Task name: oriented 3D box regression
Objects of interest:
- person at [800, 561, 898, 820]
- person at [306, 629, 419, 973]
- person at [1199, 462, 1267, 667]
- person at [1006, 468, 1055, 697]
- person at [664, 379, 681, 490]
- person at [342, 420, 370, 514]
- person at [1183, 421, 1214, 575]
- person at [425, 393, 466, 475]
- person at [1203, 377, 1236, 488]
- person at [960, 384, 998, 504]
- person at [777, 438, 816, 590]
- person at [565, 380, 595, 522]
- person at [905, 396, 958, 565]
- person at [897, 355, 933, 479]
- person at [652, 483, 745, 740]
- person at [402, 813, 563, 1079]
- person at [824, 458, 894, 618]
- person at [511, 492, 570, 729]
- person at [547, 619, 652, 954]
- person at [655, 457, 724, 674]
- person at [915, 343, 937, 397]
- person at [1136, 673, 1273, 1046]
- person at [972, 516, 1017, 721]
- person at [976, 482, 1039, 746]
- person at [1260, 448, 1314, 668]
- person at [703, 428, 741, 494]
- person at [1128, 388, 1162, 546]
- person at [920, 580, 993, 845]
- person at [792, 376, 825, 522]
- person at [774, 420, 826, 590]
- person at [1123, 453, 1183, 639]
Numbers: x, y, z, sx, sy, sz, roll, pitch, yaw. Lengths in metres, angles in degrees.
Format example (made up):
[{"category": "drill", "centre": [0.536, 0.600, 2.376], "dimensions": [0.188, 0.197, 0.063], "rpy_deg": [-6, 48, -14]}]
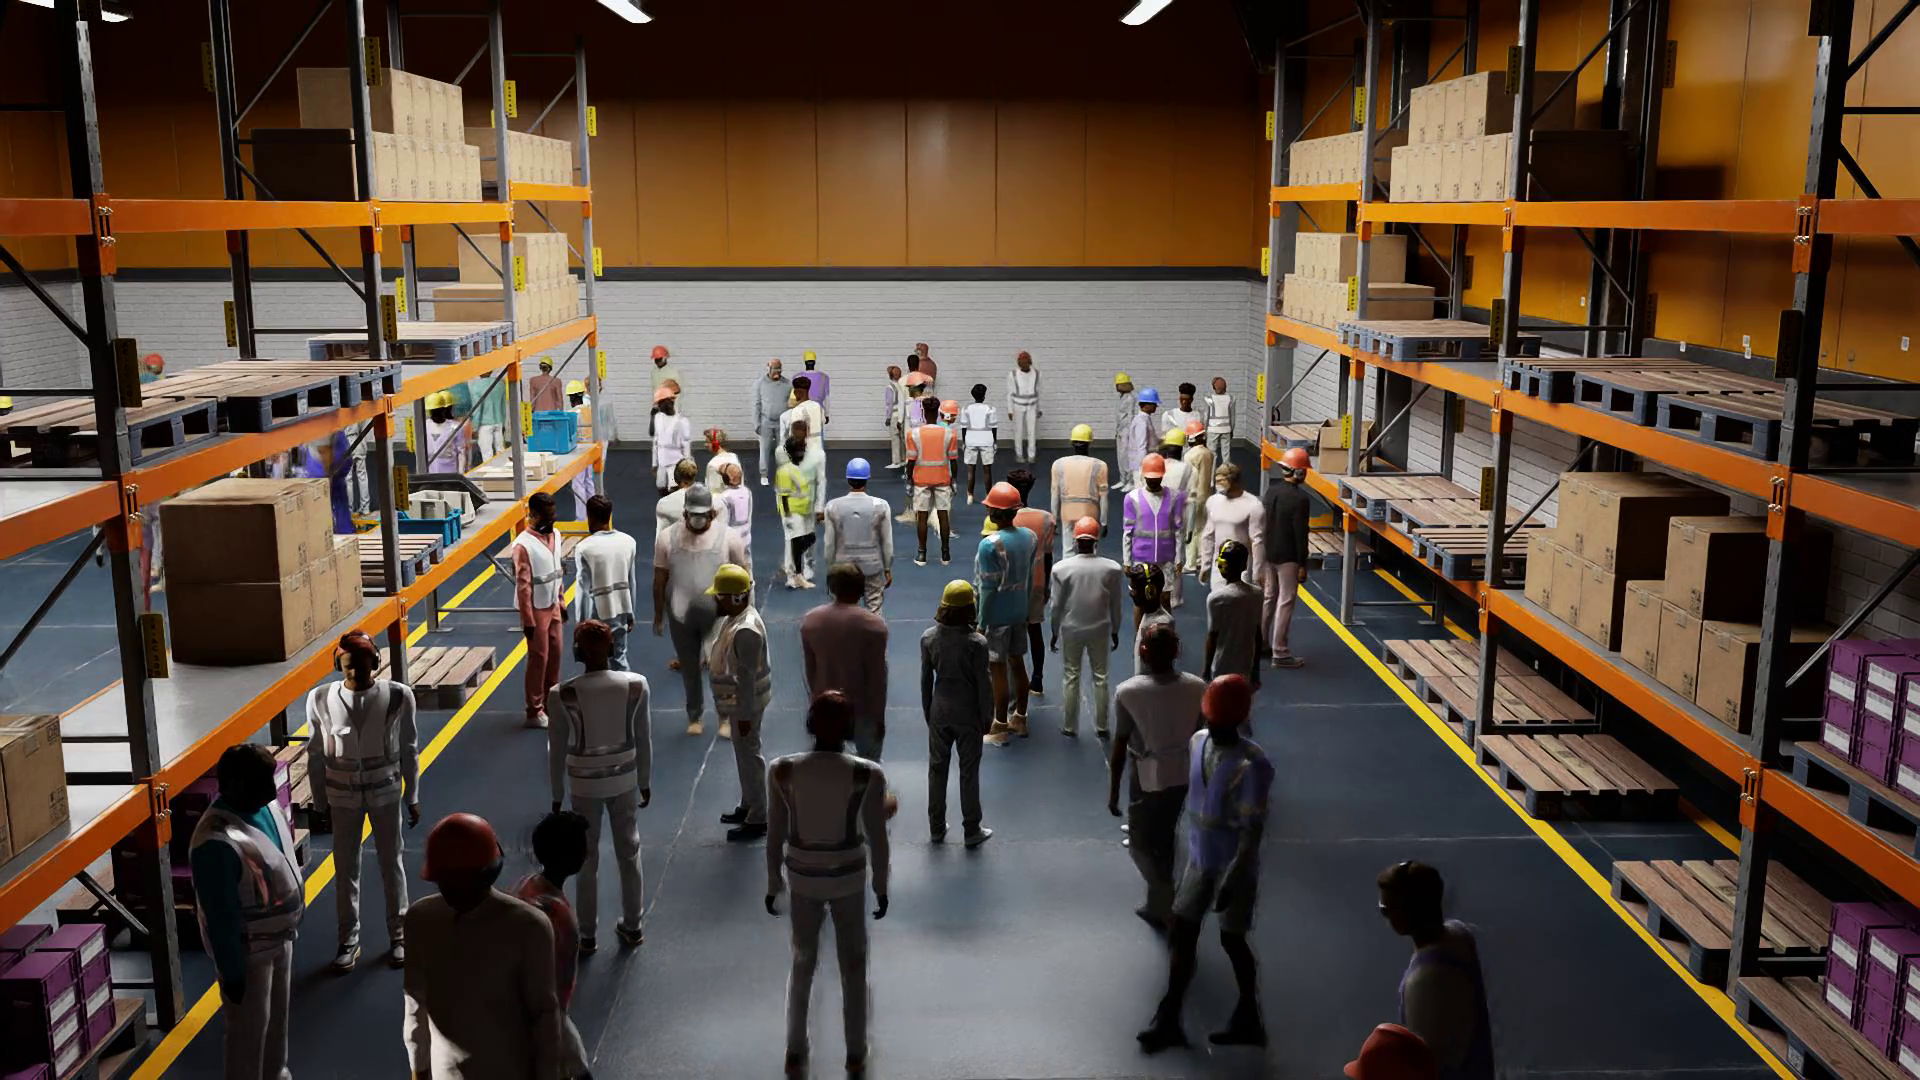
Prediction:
[{"category": "person", "centre": [-0.723, 1.069, 10.703], "dimensions": [0.627, 1.882, 1.057], "rpy_deg": [4, 12, 21]}, {"category": "person", "centre": [-3.218, 1.400, 9.003], "dimensions": [0.573, 1.887, 0.356], "rpy_deg": [-3, 12, -15]}, {"category": "person", "centre": [2.407, 0.268, 14.631], "dimensions": [0.399, 1.910, 0.659], "rpy_deg": [-10, 15, -40]}, {"category": "person", "centre": [0.504, 0.372, 13.949], "dimensions": [0.614, 1.964, 0.361], "rpy_deg": [-6, 13, -28]}, {"category": "person", "centre": [-4.210, -1.548, 24.416], "dimensions": [0.271, 1.632, 0.508], "rpy_deg": [-2, 12, -11]}, {"category": "person", "centre": [-8.206, -1.188, 22.358], "dimensions": [0.320, 1.737, 0.485], "rpy_deg": [9, 14, 37]}, {"category": "person", "centre": [2.642, -0.479, 18.801], "dimensions": [0.354, 1.737, 0.574], "rpy_deg": [8, 14, 35]}, {"category": "person", "centre": [-6.242, -0.816, 20.012], "dimensions": [0.594, 1.924, 0.382], "rpy_deg": [2, 11, 9]}, {"category": "person", "centre": [3.825, -1.590, 24.604], "dimensions": [0.515, 1.645, 0.309], "rpy_deg": [-3, 12, -13]}, {"category": "person", "centre": [0.272, -1.331, 23.179], "dimensions": [0.530, 1.693, 0.321], "rpy_deg": [2, 11, 10]}, {"category": "person", "centre": [-1.762, -0.309, 18.070], "dimensions": [0.489, 1.680, 0.561], "rpy_deg": [6, 13, 29]}, {"category": "person", "centre": [-4.905, -1.102, 21.483], "dimensions": [0.391, 1.915, 0.593], "rpy_deg": [4, 12, 18]}, {"category": "person", "centre": [-0.327, -0.682, 19.242], "dimensions": [0.614, 1.962, 0.362], "rpy_deg": [-2, 11, -8]}, {"category": "person", "centre": [-0.675, -1.857, 25.269], "dimensions": [0.587, 1.913, 0.390], "rpy_deg": [-5, 12, -24]}, {"category": "person", "centre": [-2.039, 0.550, 12.874], "dimensions": [0.694, 2.000, 0.628], "rpy_deg": [0, 11, 2]}, {"category": "person", "centre": [-1.755, 1.935, 6.079], "dimensions": [0.620, 1.986, 0.409], "rpy_deg": [3, 12, 14]}, {"category": "person", "centre": [-0.887, 0.245, 14.636], "dimensions": [0.612, 1.947, 0.388], "rpy_deg": [0, 11, -2]}, {"category": "person", "centre": [-3.330, 0.552, 13.206], "dimensions": [0.399, 1.906, 0.603], "rpy_deg": [3, 12, 15]}, {"category": "person", "centre": [-1.985, 1.362, 9.215], "dimensions": [0.577, 1.880, 0.353], "rpy_deg": [-5, 12, -25]}, {"category": "person", "centre": [-2.393, 0.227, 14.792], "dimensions": [0.635, 1.932, 0.362], "rpy_deg": [-6, 13, -28]}, {"category": "person", "centre": [-0.637, -2.309, 27.547], "dimensions": [0.410, 1.909, 0.643], "rpy_deg": [5, 12, 24]}, {"category": "person", "centre": [1.234, 1.571, 8.099], "dimensions": [0.556, 1.927, 0.547], "rpy_deg": [-8, 14, -35]}, {"category": "person", "centre": [0.299, 0.643, 13.154], "dimensions": [0.492, 1.742, 0.320], "rpy_deg": [7, 13, 32]}, {"category": "person", "centre": [0.332, 0.564, 12.787], "dimensions": [0.365, 2.048, 0.608], "rpy_deg": [9, 15, 39]}, {"category": "person", "centre": [2.965, 0.153, 15.037], "dimensions": [0.433, 1.981, 0.631], "rpy_deg": [-5, 12, -22]}, {"category": "person", "centre": [-2.507, -0.276, 17.559], "dimensions": [0.465, 1.830, 0.619], "rpy_deg": [5, 12, 22]}, {"category": "person", "centre": [2.260, -0.895, 20.358], "dimensions": [0.403, 1.943, 0.616], "rpy_deg": [1, 11, 6]}, {"category": "person", "centre": [-0.015, 1.111, 10.809], "dimensions": [0.492, 1.743, 0.295], "rpy_deg": [5, 12, 23]}, {"category": "person", "centre": [-2.004, -1.158, 21.667], "dimensions": [0.377, 1.956, 0.602], "rpy_deg": [6, 13, 29]}, {"category": "person", "centre": [-1.750, -0.402, 18.128], "dimensions": [0.602, 1.845, 1.005], "rpy_deg": [1, 11, 7]}, {"category": "person", "centre": [1.760, 0.154, 15.167], "dimensions": [0.549, 1.924, 0.386], "rpy_deg": [0, 11, -2]}]
